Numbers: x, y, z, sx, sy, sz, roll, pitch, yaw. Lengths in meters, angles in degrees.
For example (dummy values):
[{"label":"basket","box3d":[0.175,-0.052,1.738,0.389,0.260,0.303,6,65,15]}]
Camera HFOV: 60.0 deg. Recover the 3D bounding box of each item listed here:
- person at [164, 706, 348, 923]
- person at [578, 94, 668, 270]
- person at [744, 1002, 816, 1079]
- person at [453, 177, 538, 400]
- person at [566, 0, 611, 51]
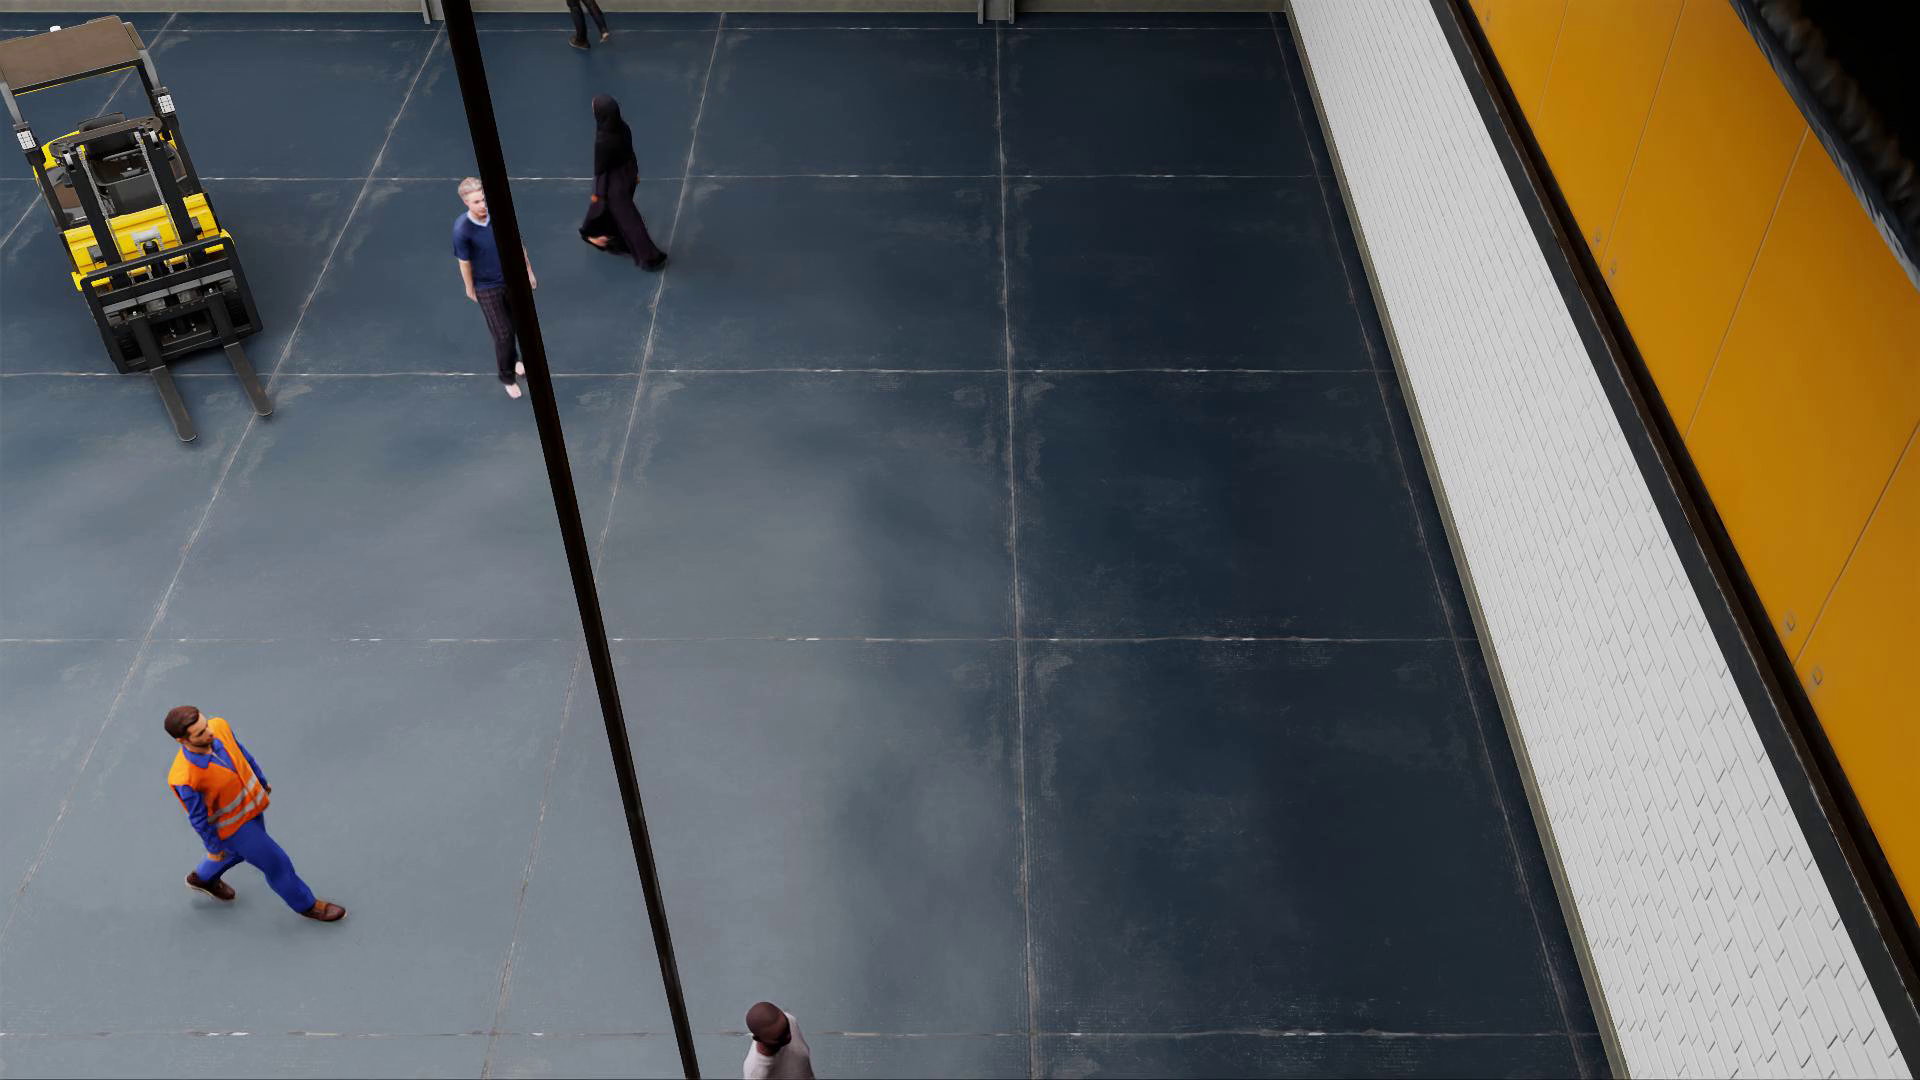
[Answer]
[{"label":"person","box3d":[-4.091,1.525,9.222,1.180,1.833,0.742,3,44,3]},{"label":"person","box3d":[-2.855,-3.038,14.176,1.160,1.607,0.846,12,45,13]},{"label":"person","box3d":[-0.859,2.732,7.999,0.614,1.772,0.668,10,44,10]},{"label":"person","box3d":[-3.666,-2.047,12.958,0.947,1.853,0.887,32,52,29]},{"label":"person","box3d":[-3.882,-5.826,16.976,0.949,1.781,0.883,28,50,27]}]
